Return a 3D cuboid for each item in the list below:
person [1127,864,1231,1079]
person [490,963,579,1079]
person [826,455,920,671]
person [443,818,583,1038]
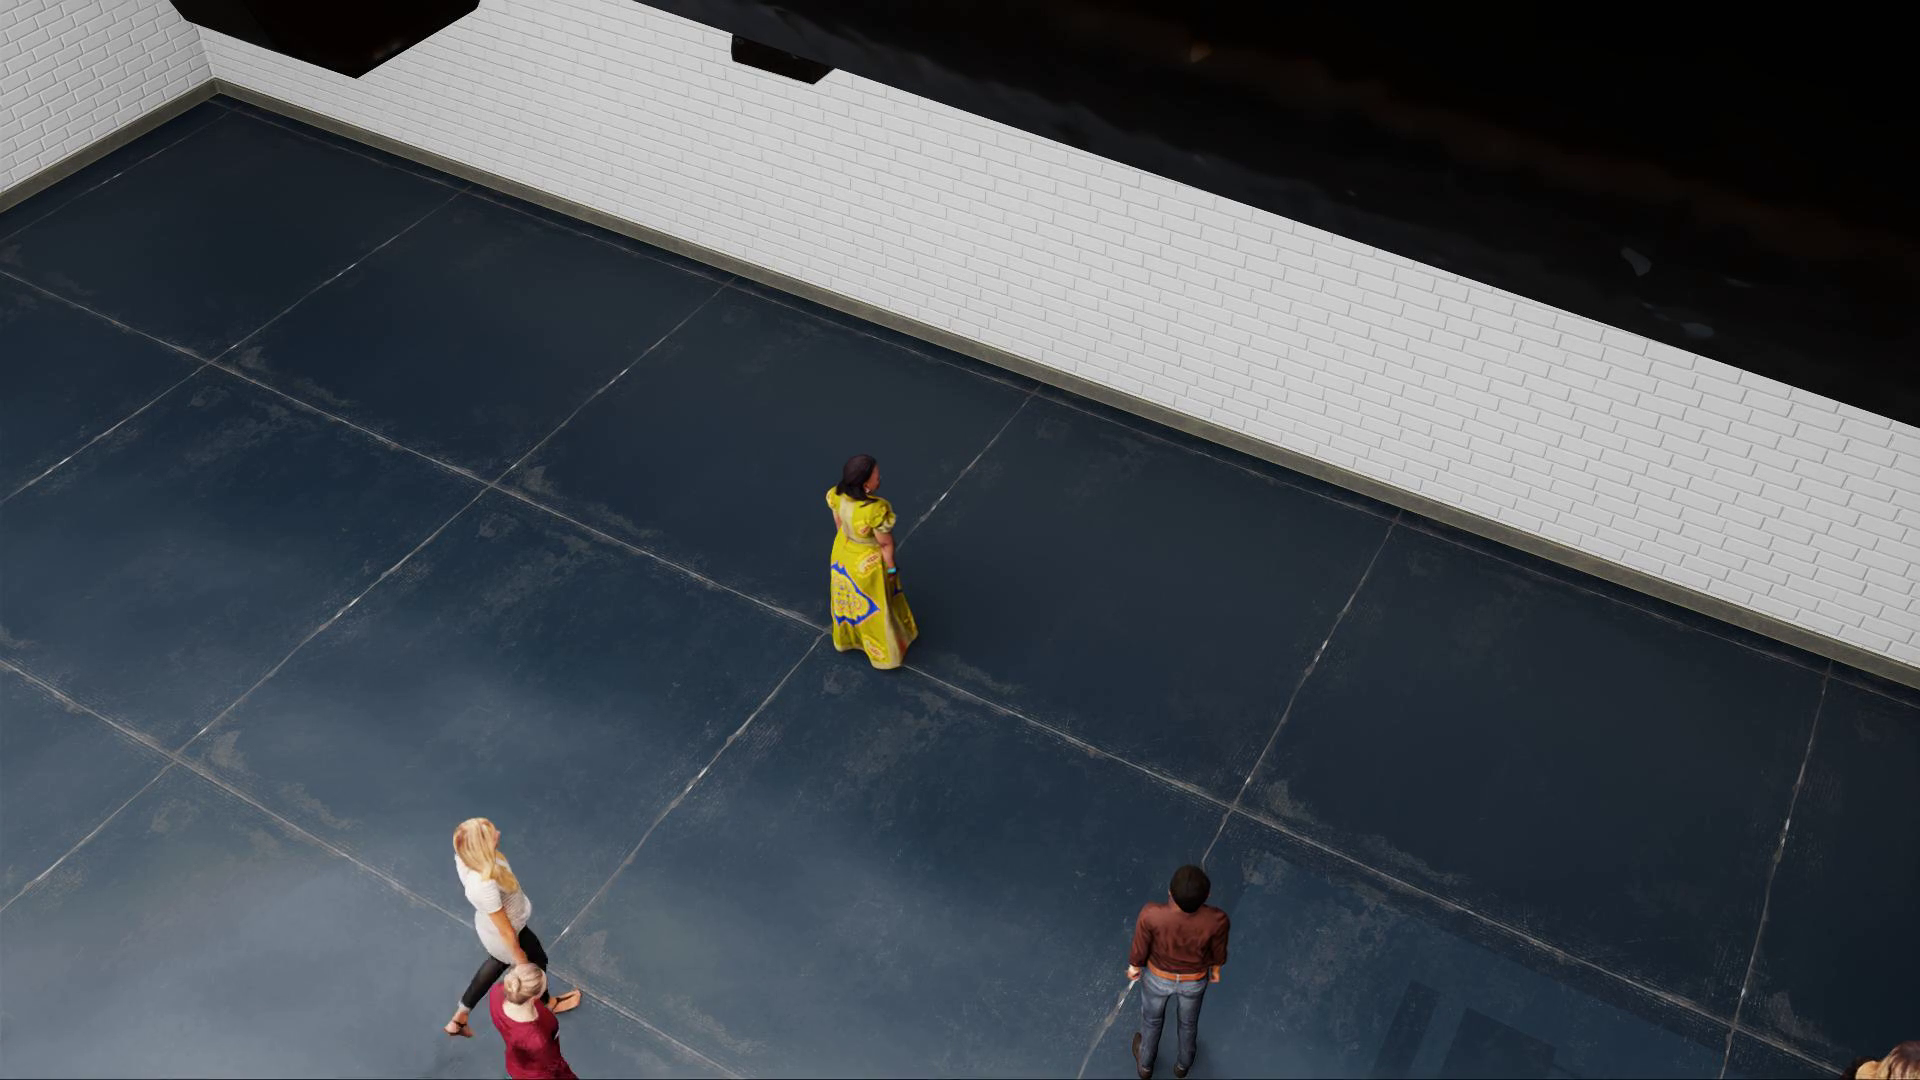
[{"bbox_3d":[1.097,2.199,8.421,0.720,1.783,0.702,1,44,1],"label":"person"},{"bbox_3d":[-2.117,2.589,8.075,0.765,1.694,0.826,31,52,28],"label":"person"},{"bbox_3d":[-0.611,0.126,10.695,0.915,1.658,0.858,31,52,28],"label":"person"},{"bbox_3d":[-2.435,2.043,8.566,1.062,1.808,0.861,-26,50,-25],"label":"person"}]
